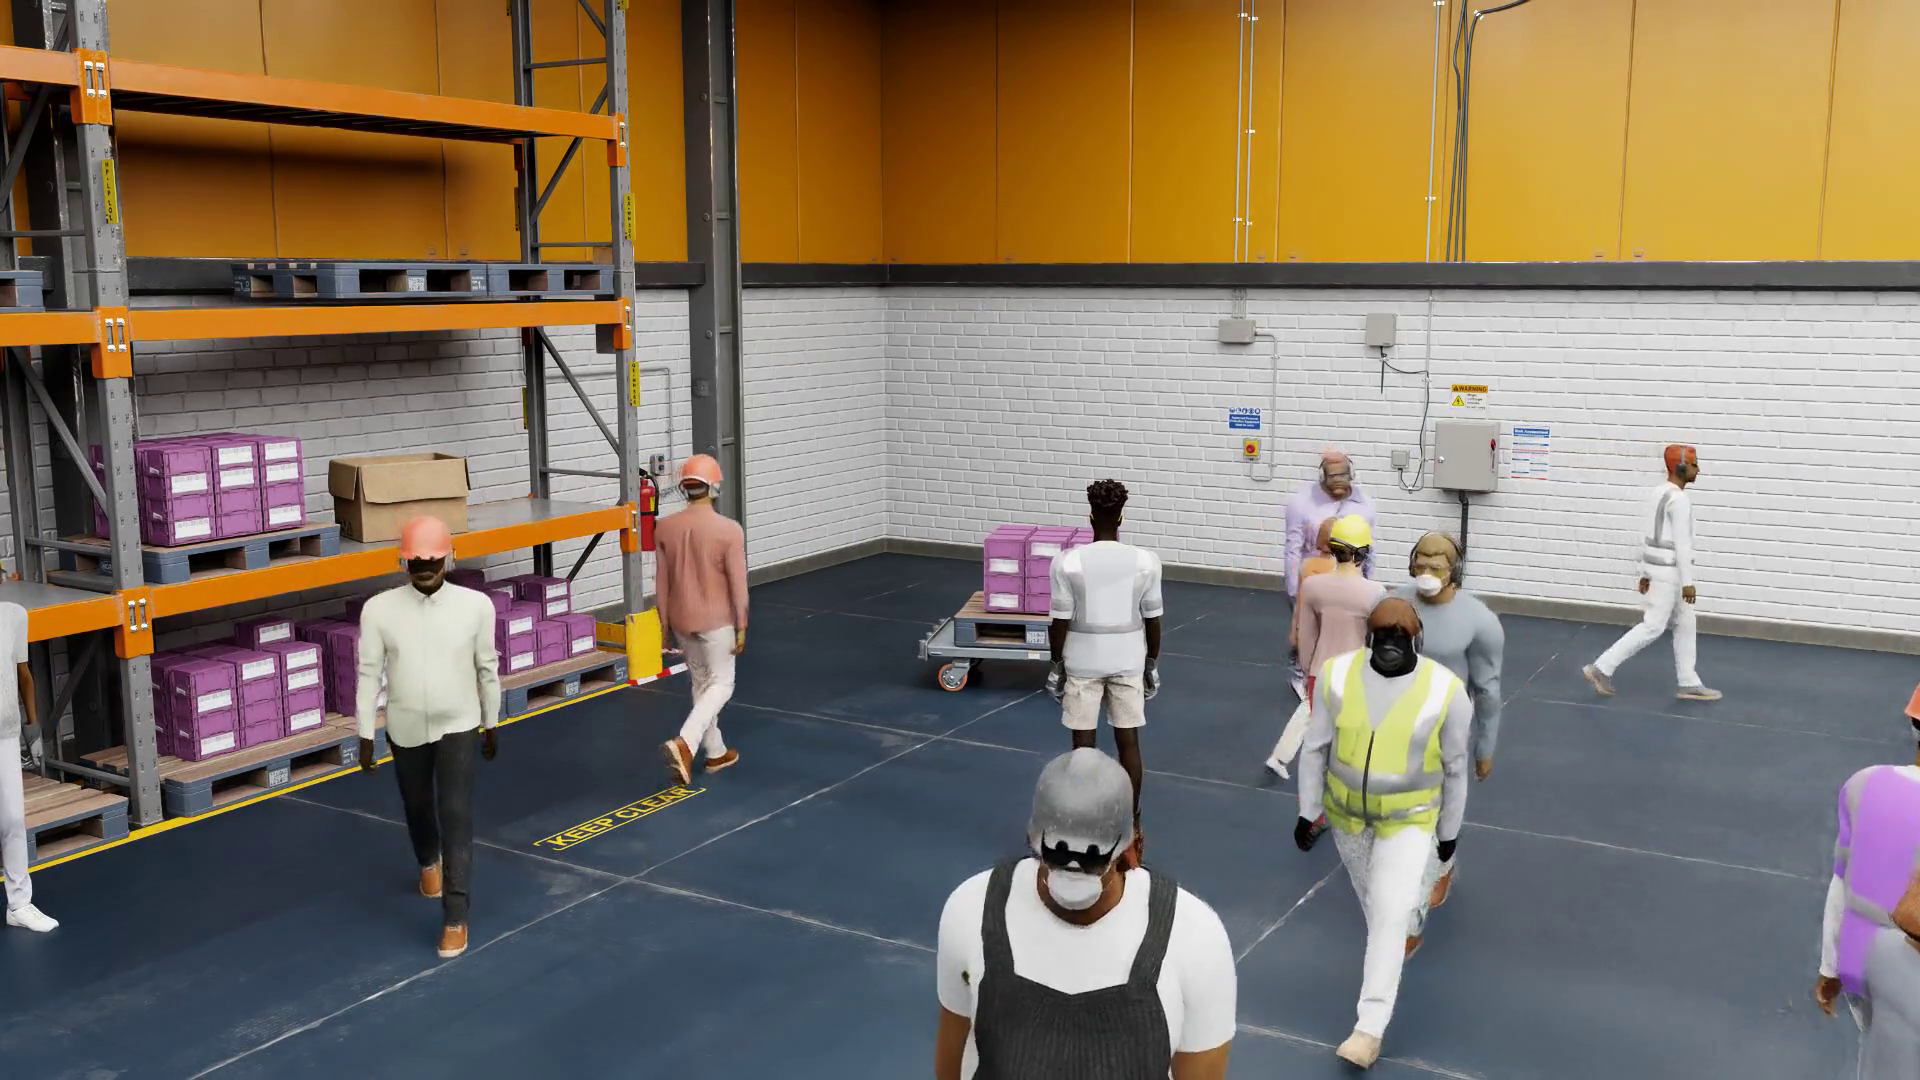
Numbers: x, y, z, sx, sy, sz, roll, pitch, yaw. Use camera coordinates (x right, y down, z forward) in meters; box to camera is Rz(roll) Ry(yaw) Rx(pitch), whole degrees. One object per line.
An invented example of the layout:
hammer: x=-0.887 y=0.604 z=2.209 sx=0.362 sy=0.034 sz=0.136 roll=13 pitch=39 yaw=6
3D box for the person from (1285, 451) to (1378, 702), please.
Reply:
person: x=2.534 y=0.294 z=11.393 sx=0.654 sy=1.855 sz=0.973 roll=0 pitch=9 yaw=1

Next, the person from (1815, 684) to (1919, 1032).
person: x=2.714 y=1.306 z=4.929 sx=0.840 sy=1.902 sz=0.571 roll=-2 pitch=9 yaw=-11

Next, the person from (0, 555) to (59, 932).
person: x=-4.395 y=0.912 z=7.509 sx=0.334 sy=1.860 sz=0.509 roll=5 pitch=11 yaw=31

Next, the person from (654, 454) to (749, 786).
person: x=-1.557 y=0.480 z=9.864 sx=0.617 sy=1.967 sz=0.803 roll=4 pitch=10 yaw=22

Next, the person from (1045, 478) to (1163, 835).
person: x=0.758 y=0.653 z=8.777 sx=0.618 sy=1.963 sz=0.361 roll=-1 pitch=9 yaw=-6

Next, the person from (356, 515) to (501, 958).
person: x=-2.460 y=0.833 z=7.737 sx=0.628 sy=1.957 sz=1.019 roll=-2 pitch=9 yaw=-14

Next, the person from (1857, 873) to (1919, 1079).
person: x=2.368 y=1.558 z=4.189 sx=0.505 sy=1.618 sz=0.521 roll=0 pitch=9 yaw=-2

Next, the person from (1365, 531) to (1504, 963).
person: x=2.159 y=0.878 z=7.623 sx=0.633 sy=1.899 sz=1.007 roll=8 pitch=12 yaw=41

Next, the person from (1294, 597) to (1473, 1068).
person: x=1.670 y=1.097 z=6.616 sx=0.622 sy=1.790 sz=1.008 roll=6 pitch=11 yaw=33

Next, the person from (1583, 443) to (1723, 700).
person: x=4.944 y=0.234 z=11.790 sx=0.911 sy=1.851 sz=0.574 roll=2 pitch=9 yaw=13

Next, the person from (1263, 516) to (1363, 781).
person: x=2.147 y=0.648 z=9.980 sx=0.834 sy=1.594 sz=0.515 roll=-4 pitch=10 yaw=-24

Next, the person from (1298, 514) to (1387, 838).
person: x=2.045 y=0.742 z=8.841 sx=0.523 sy=1.769 sz=0.315 roll=8 pitch=12 yaw=40
